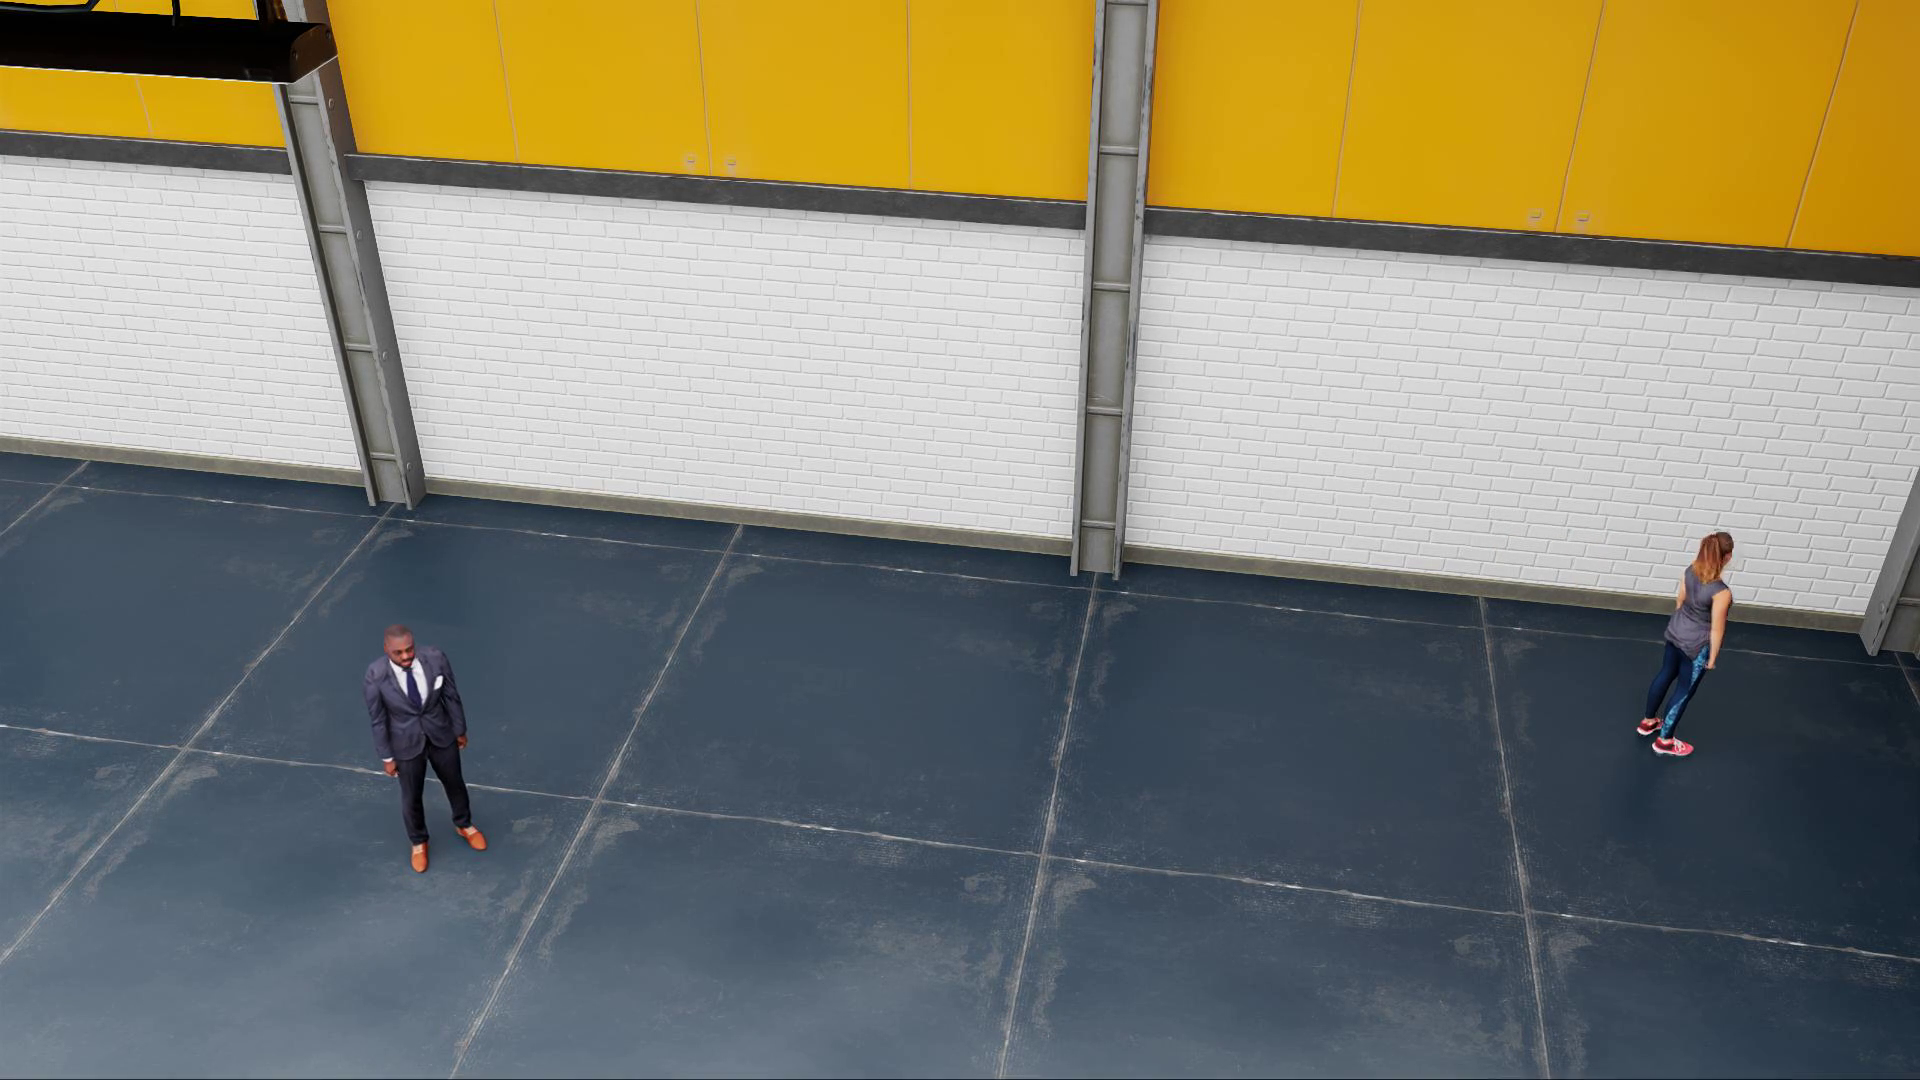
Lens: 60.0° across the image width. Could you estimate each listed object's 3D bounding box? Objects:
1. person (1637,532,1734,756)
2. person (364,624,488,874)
[{"bbox_3d":[4.884,0.681,11.118,0.671,1.724,0.666,-6,34,-9],"label":"person"},{"bbox_3d":[-3.304,1.232,10.208,0.772,1.814,0.850,-18,38,-25],"label":"person"}]
